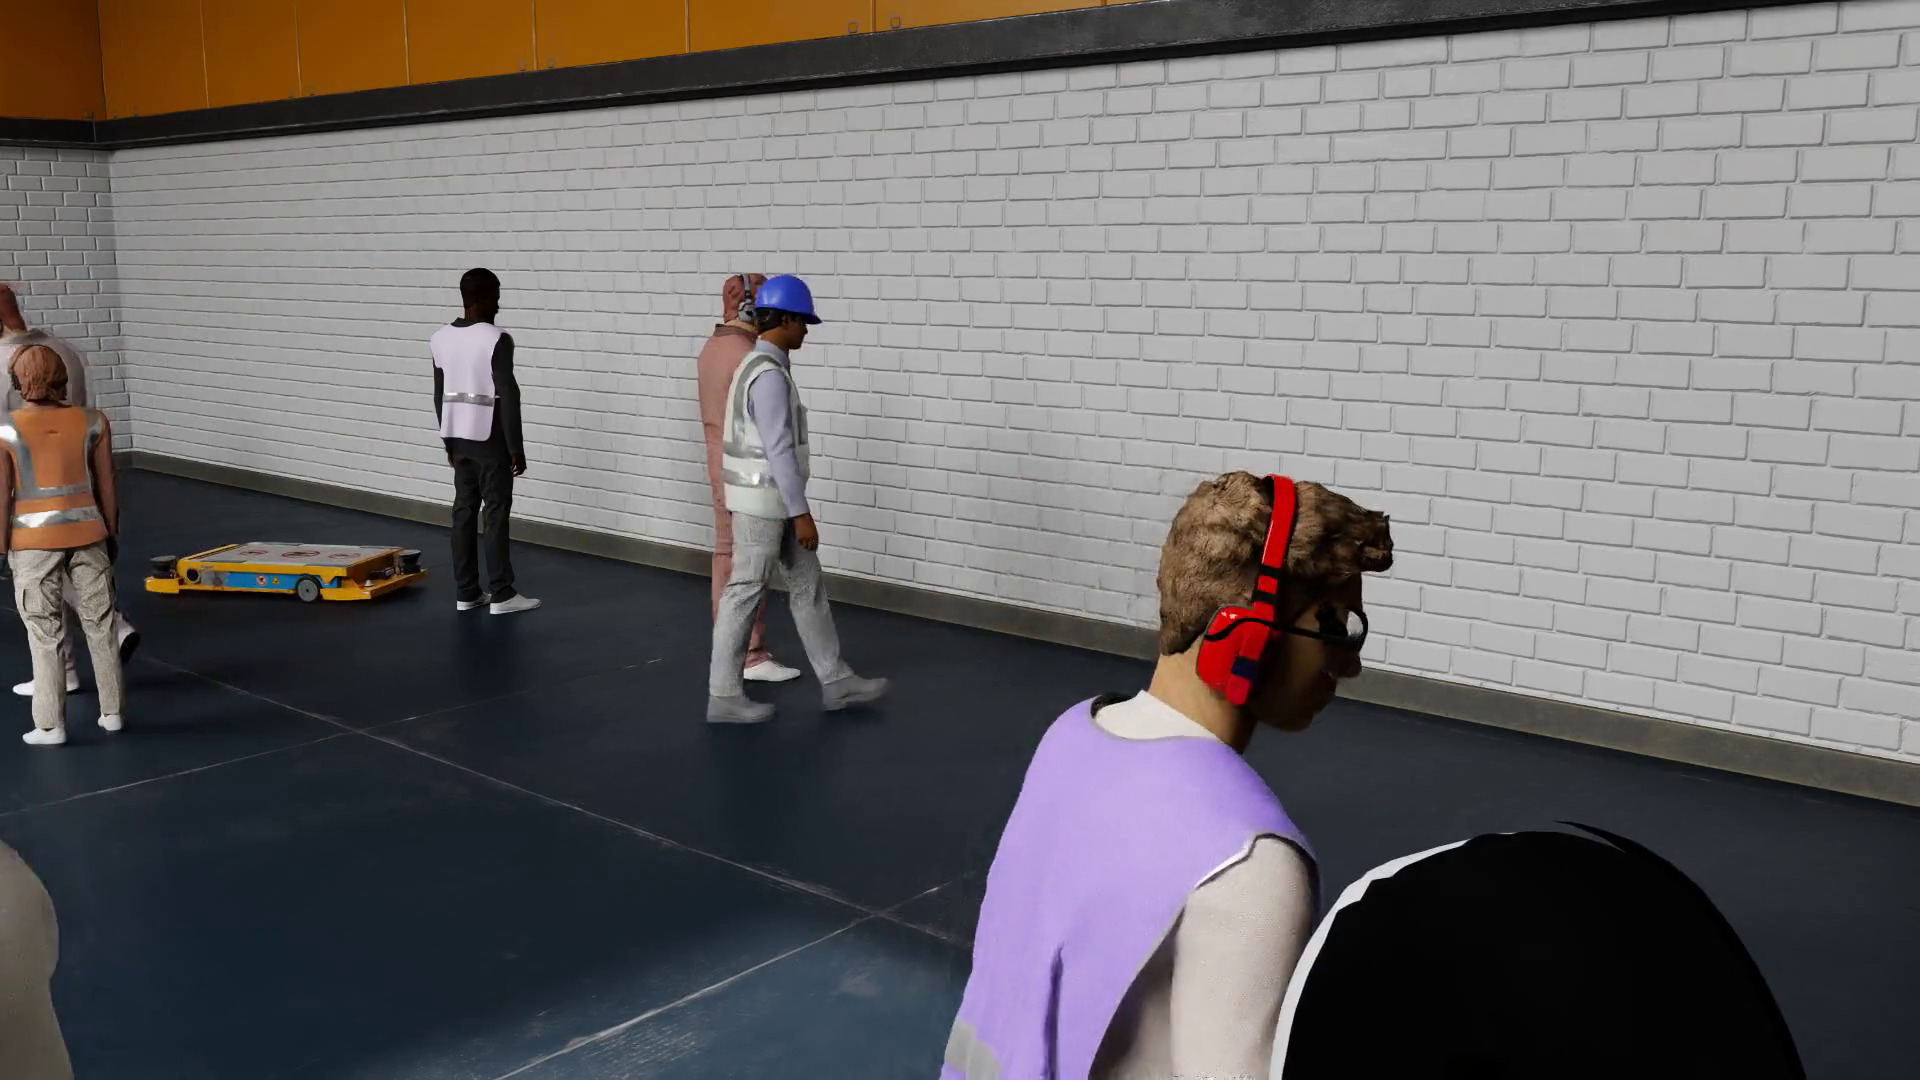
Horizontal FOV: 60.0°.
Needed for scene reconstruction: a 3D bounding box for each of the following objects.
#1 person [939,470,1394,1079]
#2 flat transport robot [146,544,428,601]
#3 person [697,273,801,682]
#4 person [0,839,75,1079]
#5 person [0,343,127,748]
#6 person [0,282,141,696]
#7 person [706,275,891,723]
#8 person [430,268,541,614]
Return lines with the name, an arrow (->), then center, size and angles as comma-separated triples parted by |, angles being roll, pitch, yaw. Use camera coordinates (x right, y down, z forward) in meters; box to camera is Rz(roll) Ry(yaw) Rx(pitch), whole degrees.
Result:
person -> 0.219, 0.820, 1.841 | 0.768, 1.787, 0.569 | -3, 10, -15
flat transport robot -> -3.966, 0.174, 9.823 | 1.431, 0.197, 0.652 | 2, 10, 11
person -> -0.988, -0.292, 7.827 | 0.408, 1.906, 0.654 | -5, 11, -26
person -> -0.970, 0.783, 1.468 | 0.662, 2.003, 0.884 | 2, 10, 9
person -> -3.675, 0.026, 6.769 | 0.310, 1.642, 0.514 | 8, 13, 39
person -> -4.095, -0.209, 7.425 | 0.477, 1.881, 0.695 | 1, 10, 7
person -> -0.698, -0.160, 7.066 | 0.882, 1.899, 0.618 | -1, 10, -5
person -> -2.661, -0.541, 9.230 | 0.587, 1.913, 0.391 | 6, 11, 30
